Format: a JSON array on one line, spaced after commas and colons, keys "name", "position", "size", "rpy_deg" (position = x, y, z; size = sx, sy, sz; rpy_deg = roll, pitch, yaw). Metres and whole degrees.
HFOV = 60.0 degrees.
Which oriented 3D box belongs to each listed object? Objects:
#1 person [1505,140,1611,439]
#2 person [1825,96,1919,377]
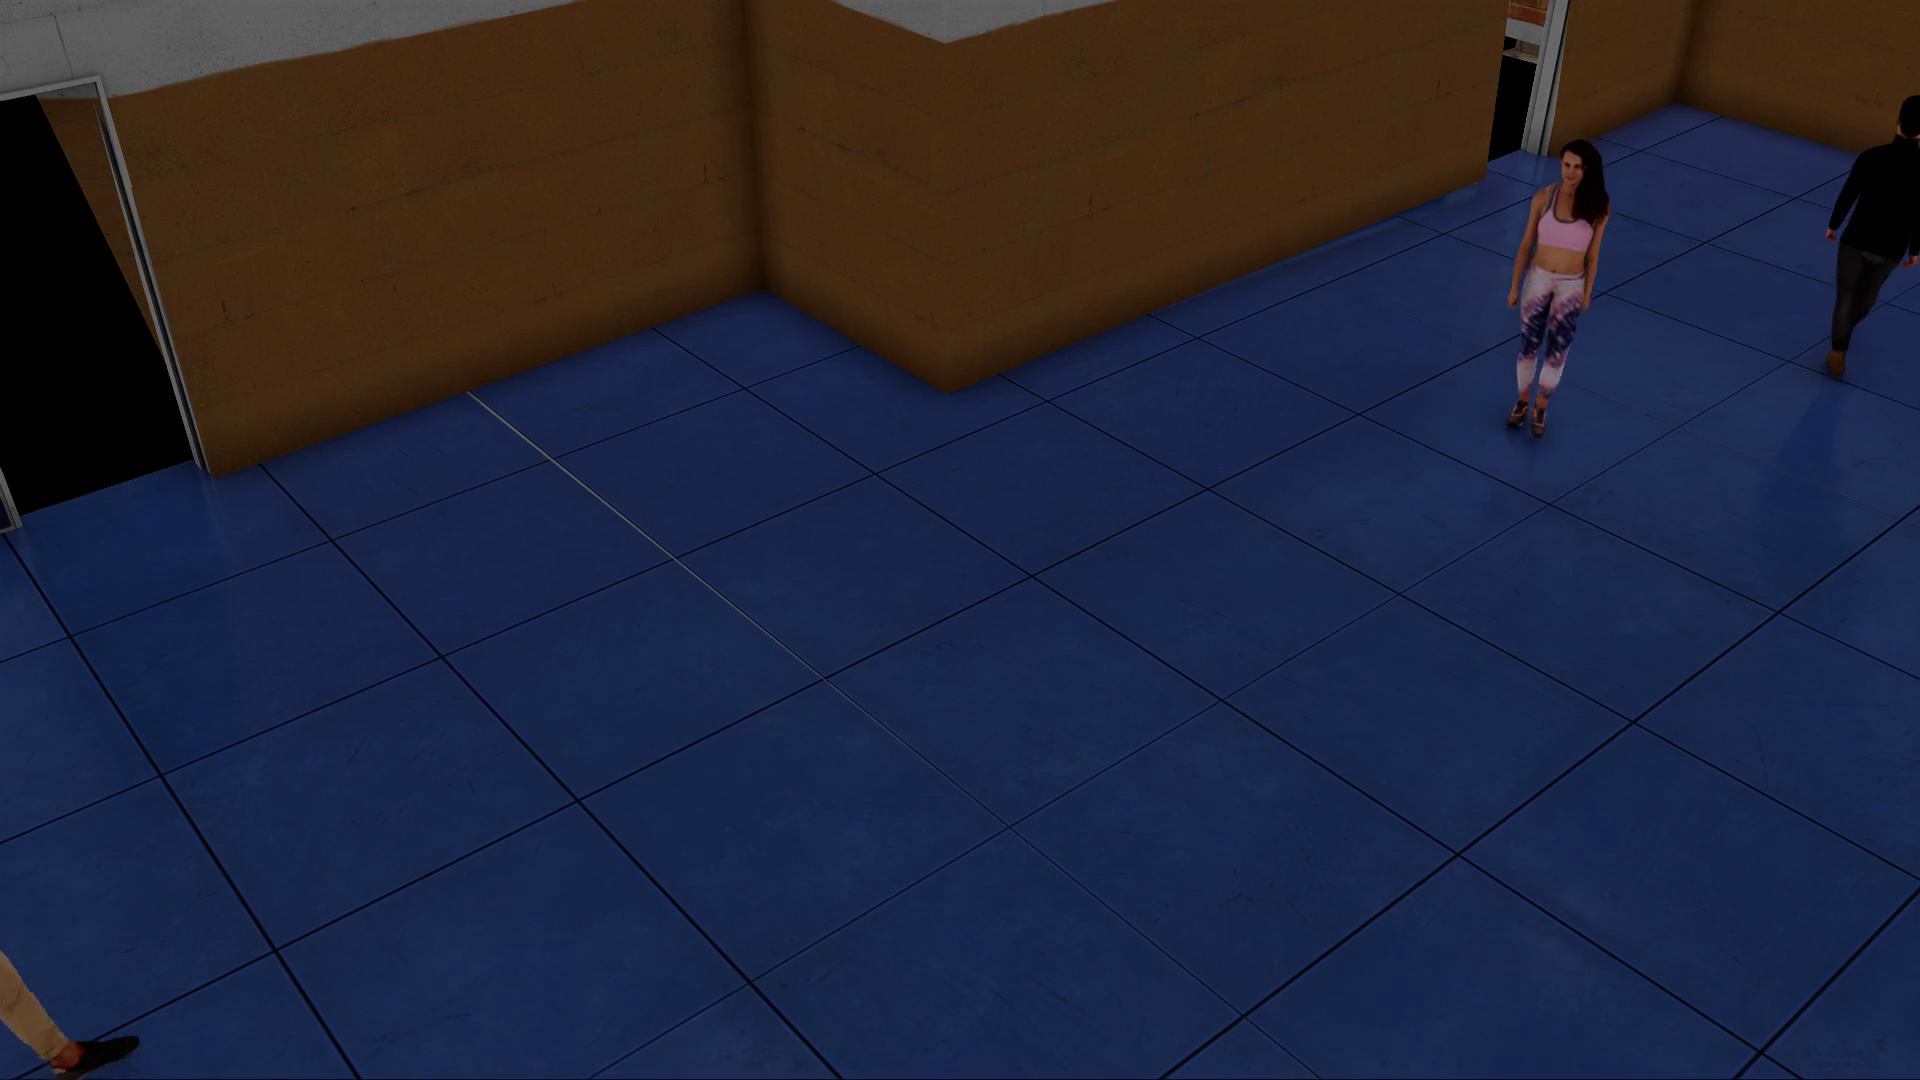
[{"name": "person", "position": [3.411, -1.456, 9.538], "size": [0.699, 1.755, 0.768], "rpy_deg": [15, 37, 22]}, {"name": "person", "position": [5.575, -1.811, 10.132], "size": [1.108, 1.688, 1.055], "rpy_deg": [12, 35, 17]}]
